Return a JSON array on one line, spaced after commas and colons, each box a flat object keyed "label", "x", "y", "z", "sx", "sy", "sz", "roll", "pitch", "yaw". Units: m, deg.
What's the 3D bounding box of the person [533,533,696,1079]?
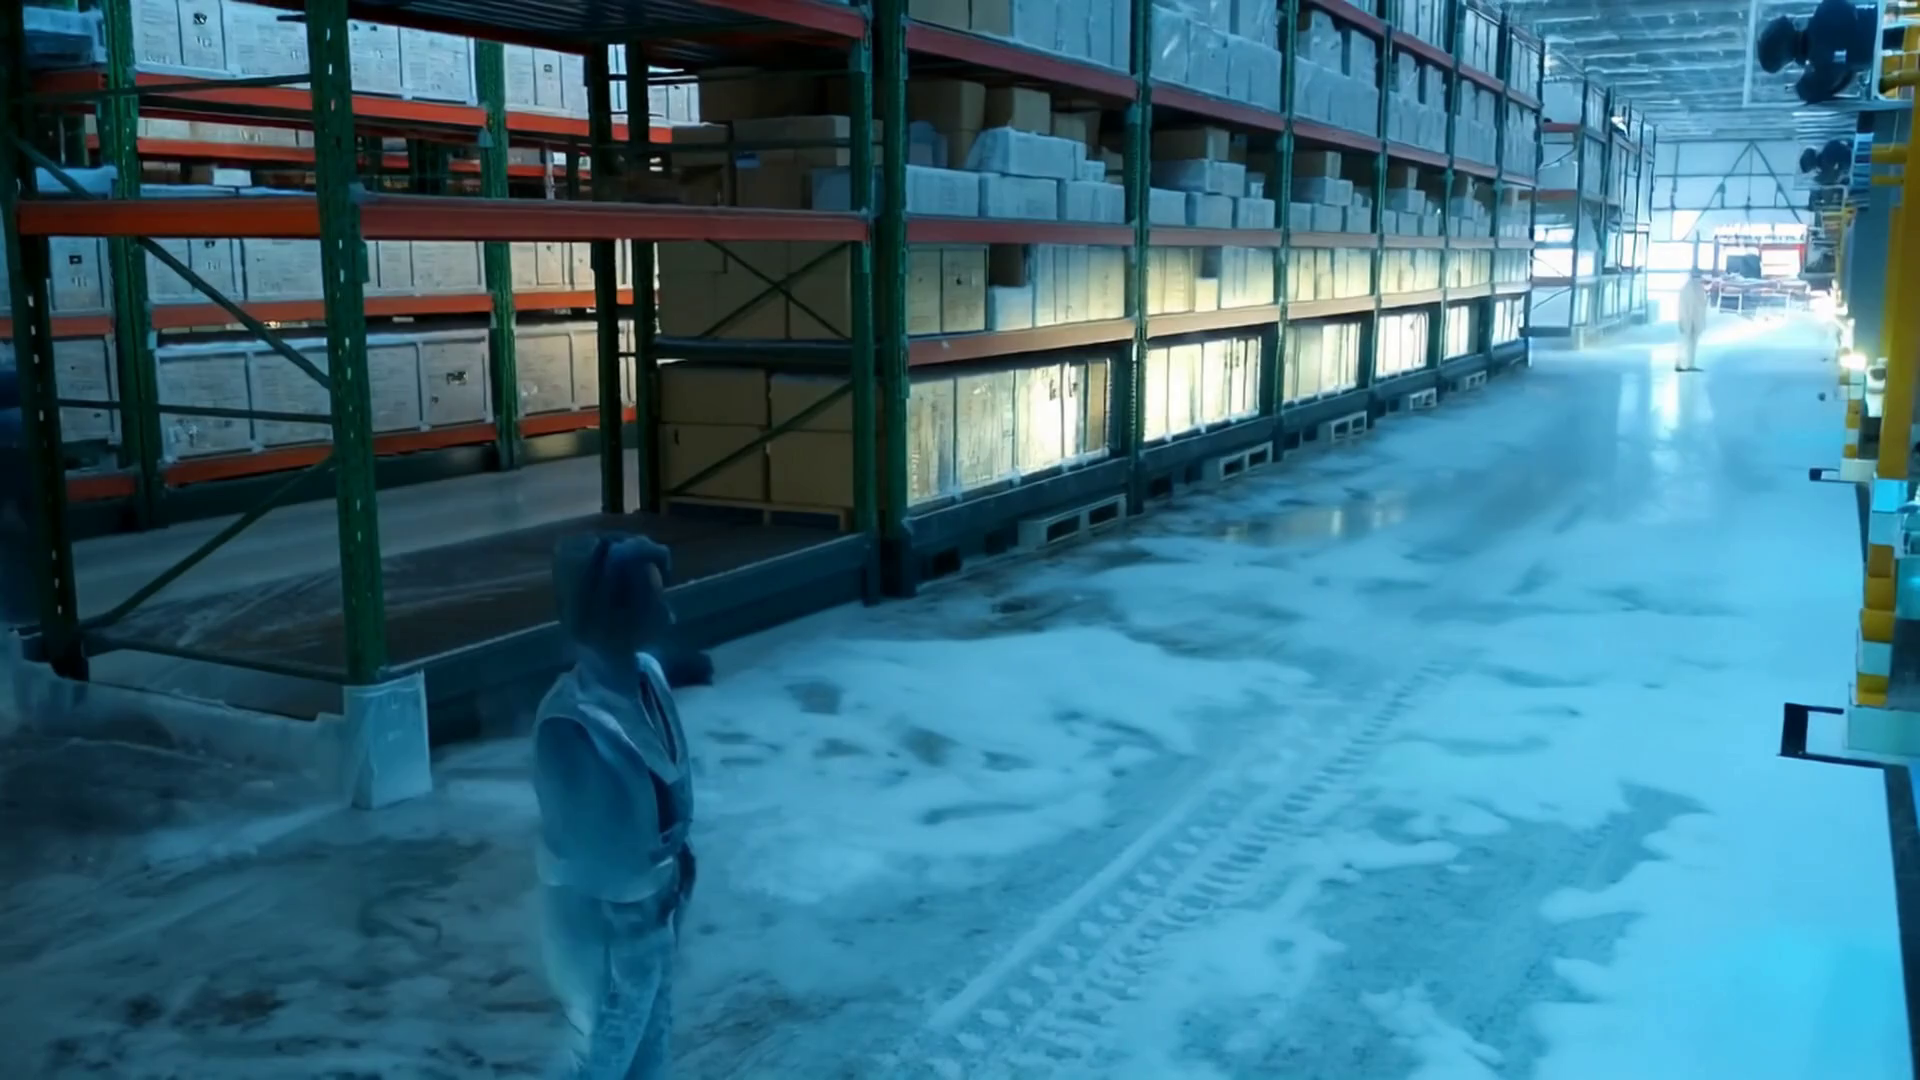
[{"label": "person", "x": -0.683, "y": 0.796, "z": 3.327, "sx": 0.308, "sy": 1.639, "sz": 0.524, "roll": 1, "pitch": 10, "yaw": 6}]

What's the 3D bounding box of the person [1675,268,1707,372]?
[{"label": "person", "x": 13.472, "y": -4.045, "z": 30.586, "sx": 0.651, "sy": 1.904, "sz": 0.401, "roll": -5, "pitch": 11, "yaw": -25}]

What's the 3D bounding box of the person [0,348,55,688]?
[{"label": "person", "x": -4.630, "y": -0.085, "z": 8.189, "sx": 0.507, "sy": 1.721, "sz": 0.428, "roll": 5, "pitch": 11, "yaw": 29}]
